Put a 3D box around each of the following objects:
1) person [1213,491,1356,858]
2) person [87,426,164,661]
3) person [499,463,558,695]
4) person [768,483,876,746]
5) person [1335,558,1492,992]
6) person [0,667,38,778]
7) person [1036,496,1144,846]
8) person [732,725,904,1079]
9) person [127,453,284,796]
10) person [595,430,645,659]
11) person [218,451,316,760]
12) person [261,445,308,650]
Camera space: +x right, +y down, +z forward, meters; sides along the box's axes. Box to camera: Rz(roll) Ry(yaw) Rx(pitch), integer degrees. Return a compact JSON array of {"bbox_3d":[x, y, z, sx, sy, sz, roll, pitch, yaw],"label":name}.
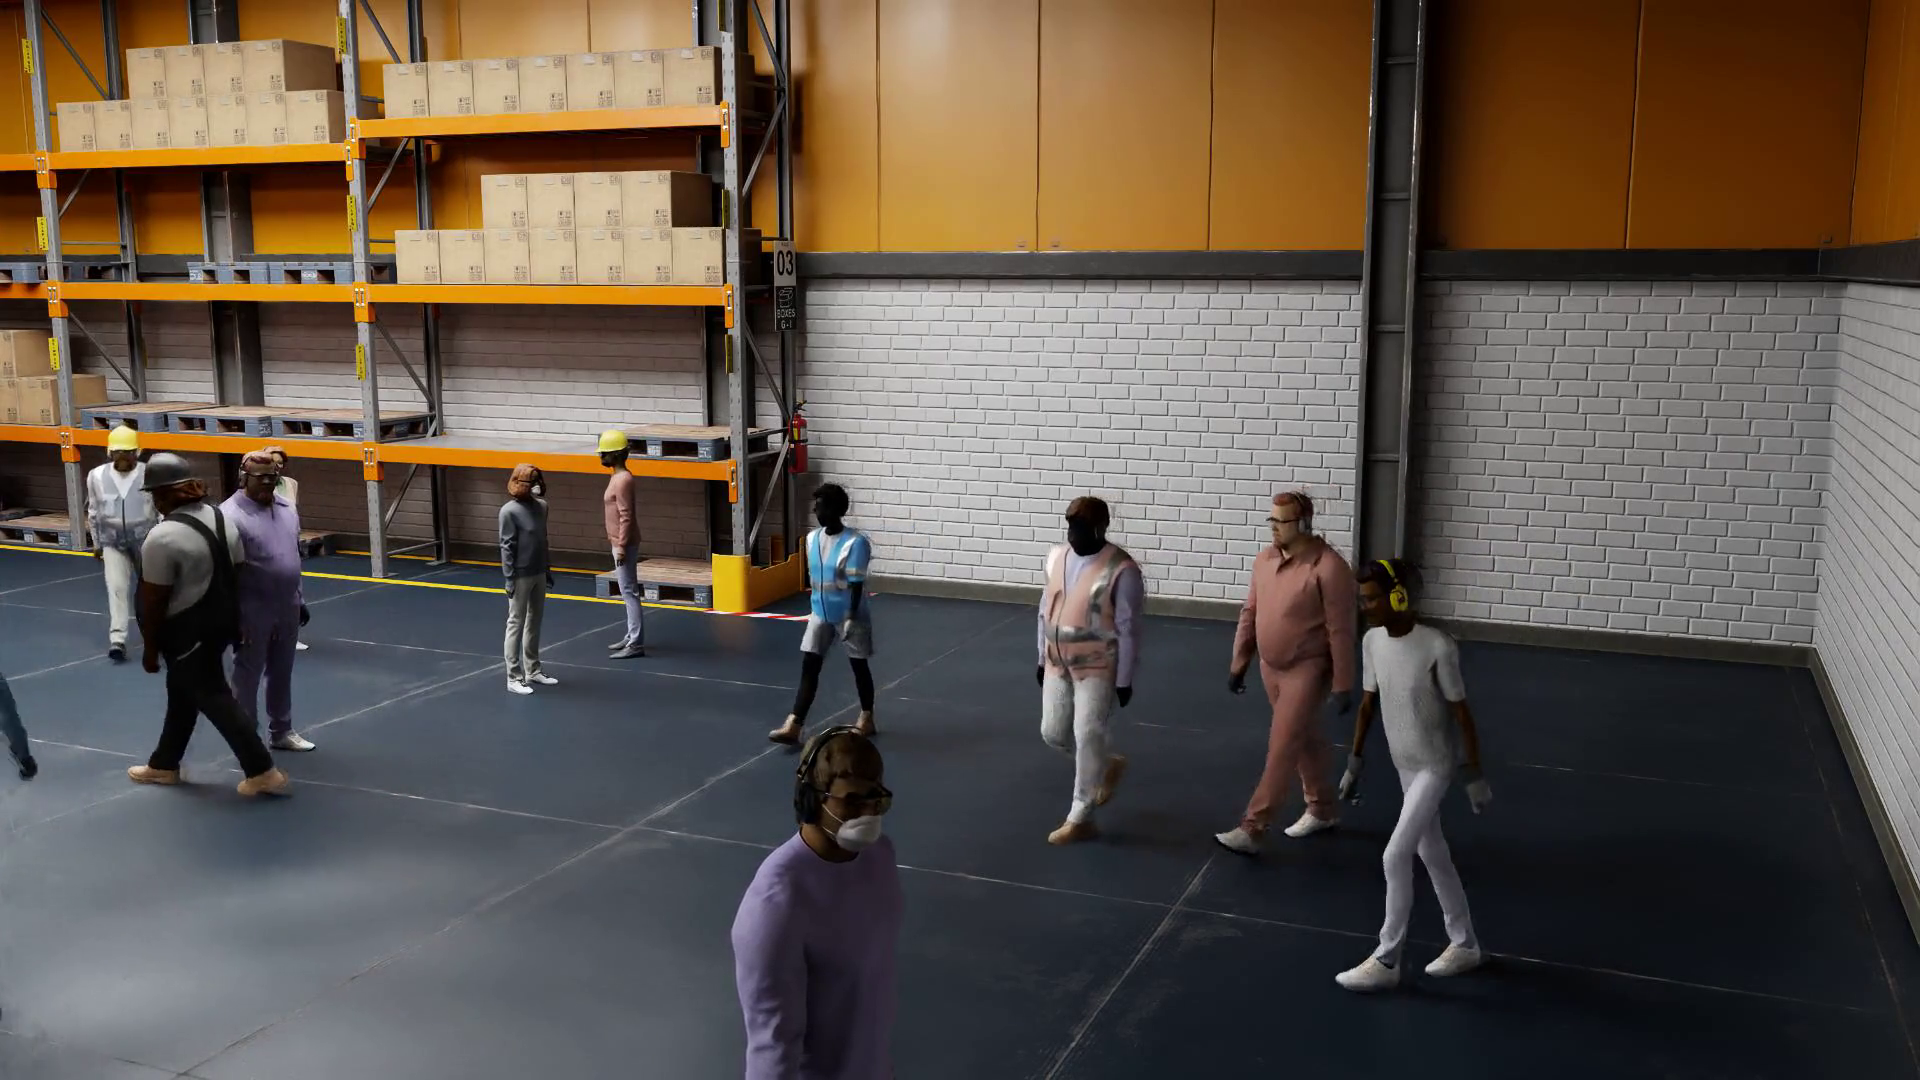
[{"bbox_3d":[1.619,0.682,8.534,0.962,1.856,0.680,-5,11,-28],"label":"person"},{"bbox_3d":[-6.389,0.015,12.827,0.615,1.777,0.933,-3,10,-18],"label":"person"},{"bbox_3d":[-3.057,0.262,11.784,0.267,1.632,0.507,4,10,22],"label":"person"},{"bbox_3d":[-0.829,0.485,10.358,0.539,1.659,0.836,7,11,35],"label":"person"},{"bbox_3d":[1.871,0.974,6.939,0.856,1.802,0.530,-4,10,-23],"label":"person"},{"bbox_3d":[-4.389,1.005,7.276,0.546,1.618,0.586,0,9,2],"label":"person"},{"bbox_3d":[0.686,0.661,8.773,0.608,1.830,0.640,-9,13,-43],"label":"person"},{"bbox_3d":[-0.318,1.386,4.054,0.349,1.935,0.635,4,10,22],"label":"person"},{"bbox_3d":[-4.324,0.449,9.420,1.052,2.000,0.684,1,9,7],"label":"person"},{"bbox_3d":[-2.616,0.033,12.782,0.329,1.765,0.533,-2,10,-12],"label":"person"},{"bbox_3d":[-4.208,0.404,10.108,0.402,1.904,0.652,4,10,22],"label":"person"},{"bbox_3d":[-5.289,0.083,12.860,0.311,1.636,0.523,4,10,22],"label":"person"}]
